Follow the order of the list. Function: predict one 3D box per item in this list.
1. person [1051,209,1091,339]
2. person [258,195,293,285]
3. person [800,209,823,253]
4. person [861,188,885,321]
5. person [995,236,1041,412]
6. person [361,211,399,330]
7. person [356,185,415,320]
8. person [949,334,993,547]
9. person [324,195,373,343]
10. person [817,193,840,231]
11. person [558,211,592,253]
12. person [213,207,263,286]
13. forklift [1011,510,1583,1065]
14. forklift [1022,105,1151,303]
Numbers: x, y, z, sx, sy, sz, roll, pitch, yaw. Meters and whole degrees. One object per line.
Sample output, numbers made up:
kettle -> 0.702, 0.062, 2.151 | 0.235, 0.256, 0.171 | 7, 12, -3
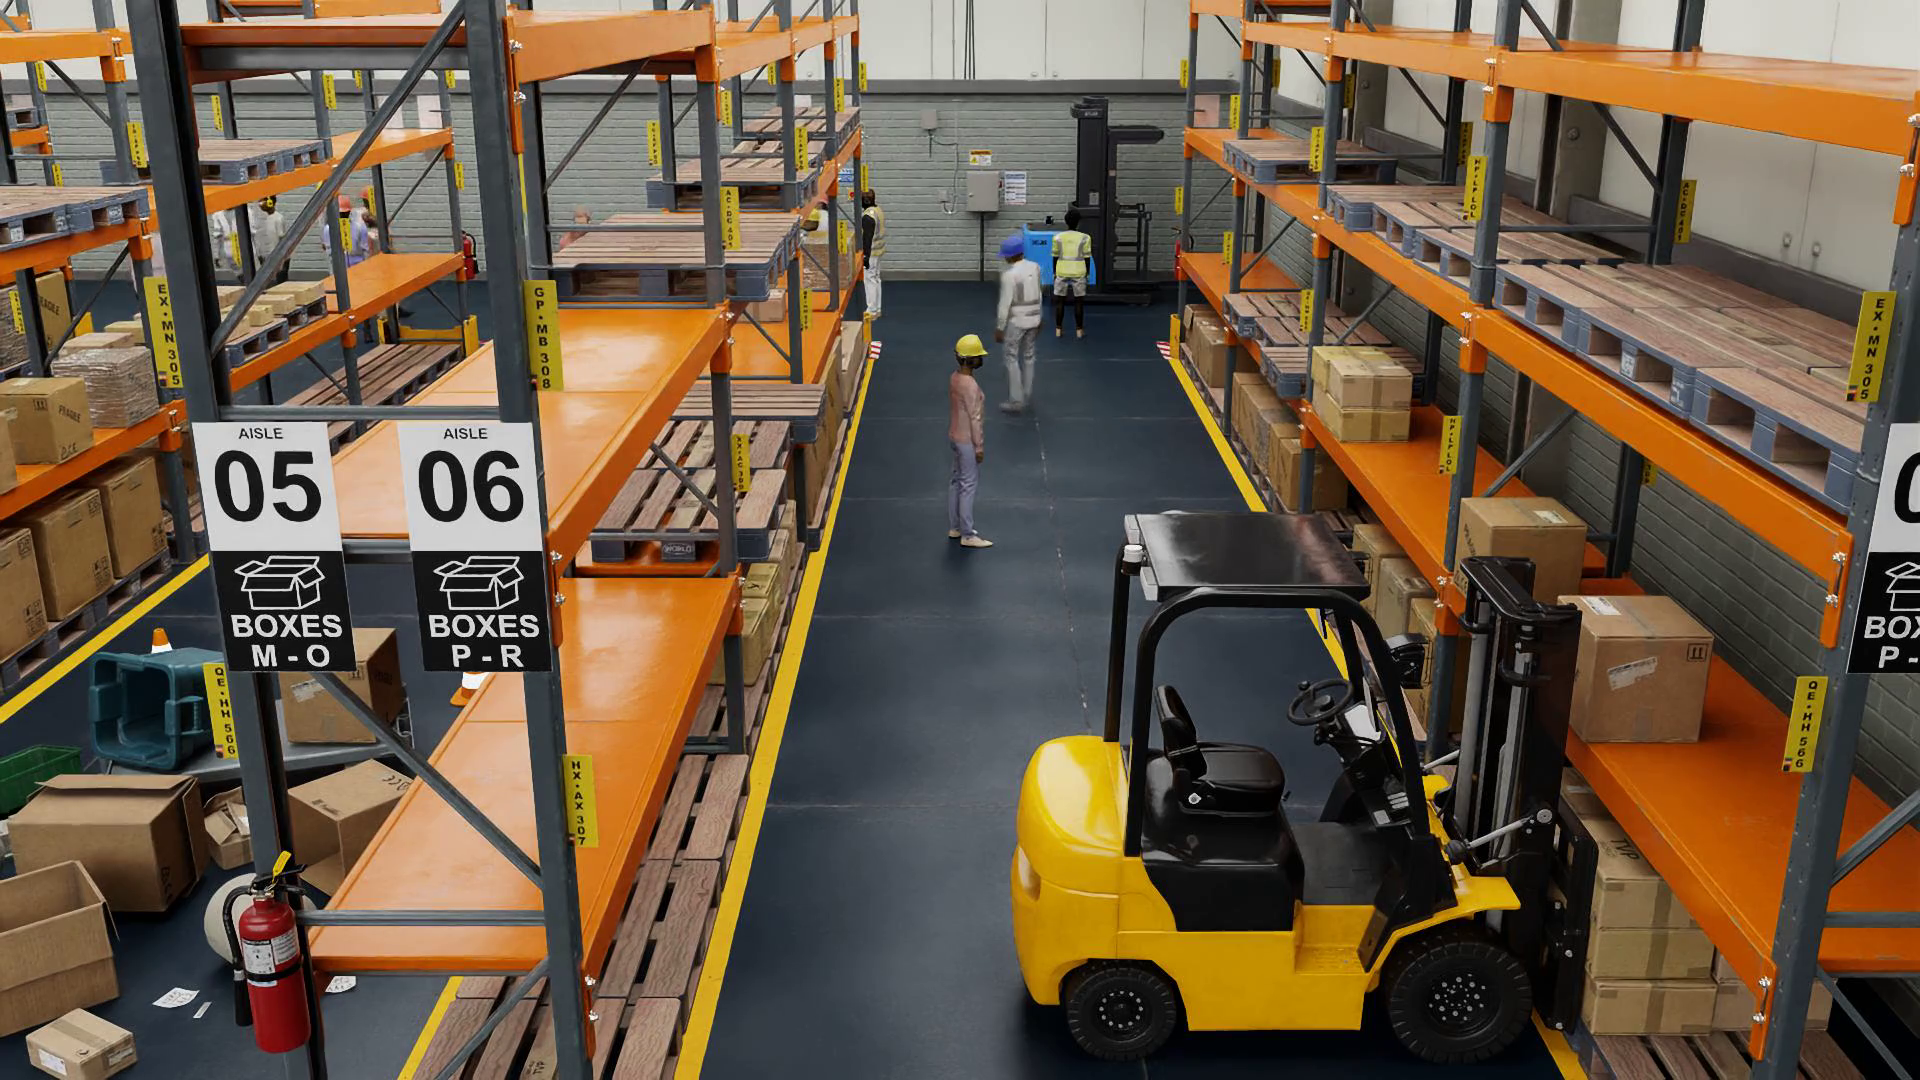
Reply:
person -> 1.465, -3.504, 21.956 | 0.536, 1.692, 0.319 | 4, 19, 11
person -> -9.279, -3.829, 22.678 | 0.361, 1.855, 0.523 | -14, 23, -35
person -> -1.943, -3.473, 21.798 | 0.324, 1.730, 0.491 | -1, 18, -2
person -> -1.266, -3.974, 23.158 | 0.428, 1.837, 0.627 | 3, 19, 9
person -> 0.665, -2.354, 18.148 | 0.405, 1.906, 0.705 | 17, 25, 41
person -> -7.799, -3.622, 22.410 | 0.371, 1.625, 0.546 | 10, 21, 27
person -> -8.129, -3.970, 23.074 | 0.969, 1.867, 0.633 | -6, 19, -17
person -> 0.073, -0.818, 13.714 | 0.310, 1.769, 0.525 | -7, 19, -19
person -> -7.911, -3.493, 21.556 | 0.540, 1.929, 0.389 | -5, 19, -15
person -> -1.880, -4.091, 23.646 | 0.585, 1.739, 0.358 | 14, 23, 36
person -> -4.636, -3.157, 20.635 | 0.654, 1.871, 0.937 | -2, 18, -5
person -> -10.019, -3.944, 22.944 | 0.581, 1.897, 0.887 | 1, 18, 3
forklift -> 1.387, 1.055, 7.378 | 2.313, 2.155, 1.214 | 0, 18, 0
forklift -> 1.857, -4.944, 24.441 | 1.873, 2.768, 1.129 | 0, 18, 0
